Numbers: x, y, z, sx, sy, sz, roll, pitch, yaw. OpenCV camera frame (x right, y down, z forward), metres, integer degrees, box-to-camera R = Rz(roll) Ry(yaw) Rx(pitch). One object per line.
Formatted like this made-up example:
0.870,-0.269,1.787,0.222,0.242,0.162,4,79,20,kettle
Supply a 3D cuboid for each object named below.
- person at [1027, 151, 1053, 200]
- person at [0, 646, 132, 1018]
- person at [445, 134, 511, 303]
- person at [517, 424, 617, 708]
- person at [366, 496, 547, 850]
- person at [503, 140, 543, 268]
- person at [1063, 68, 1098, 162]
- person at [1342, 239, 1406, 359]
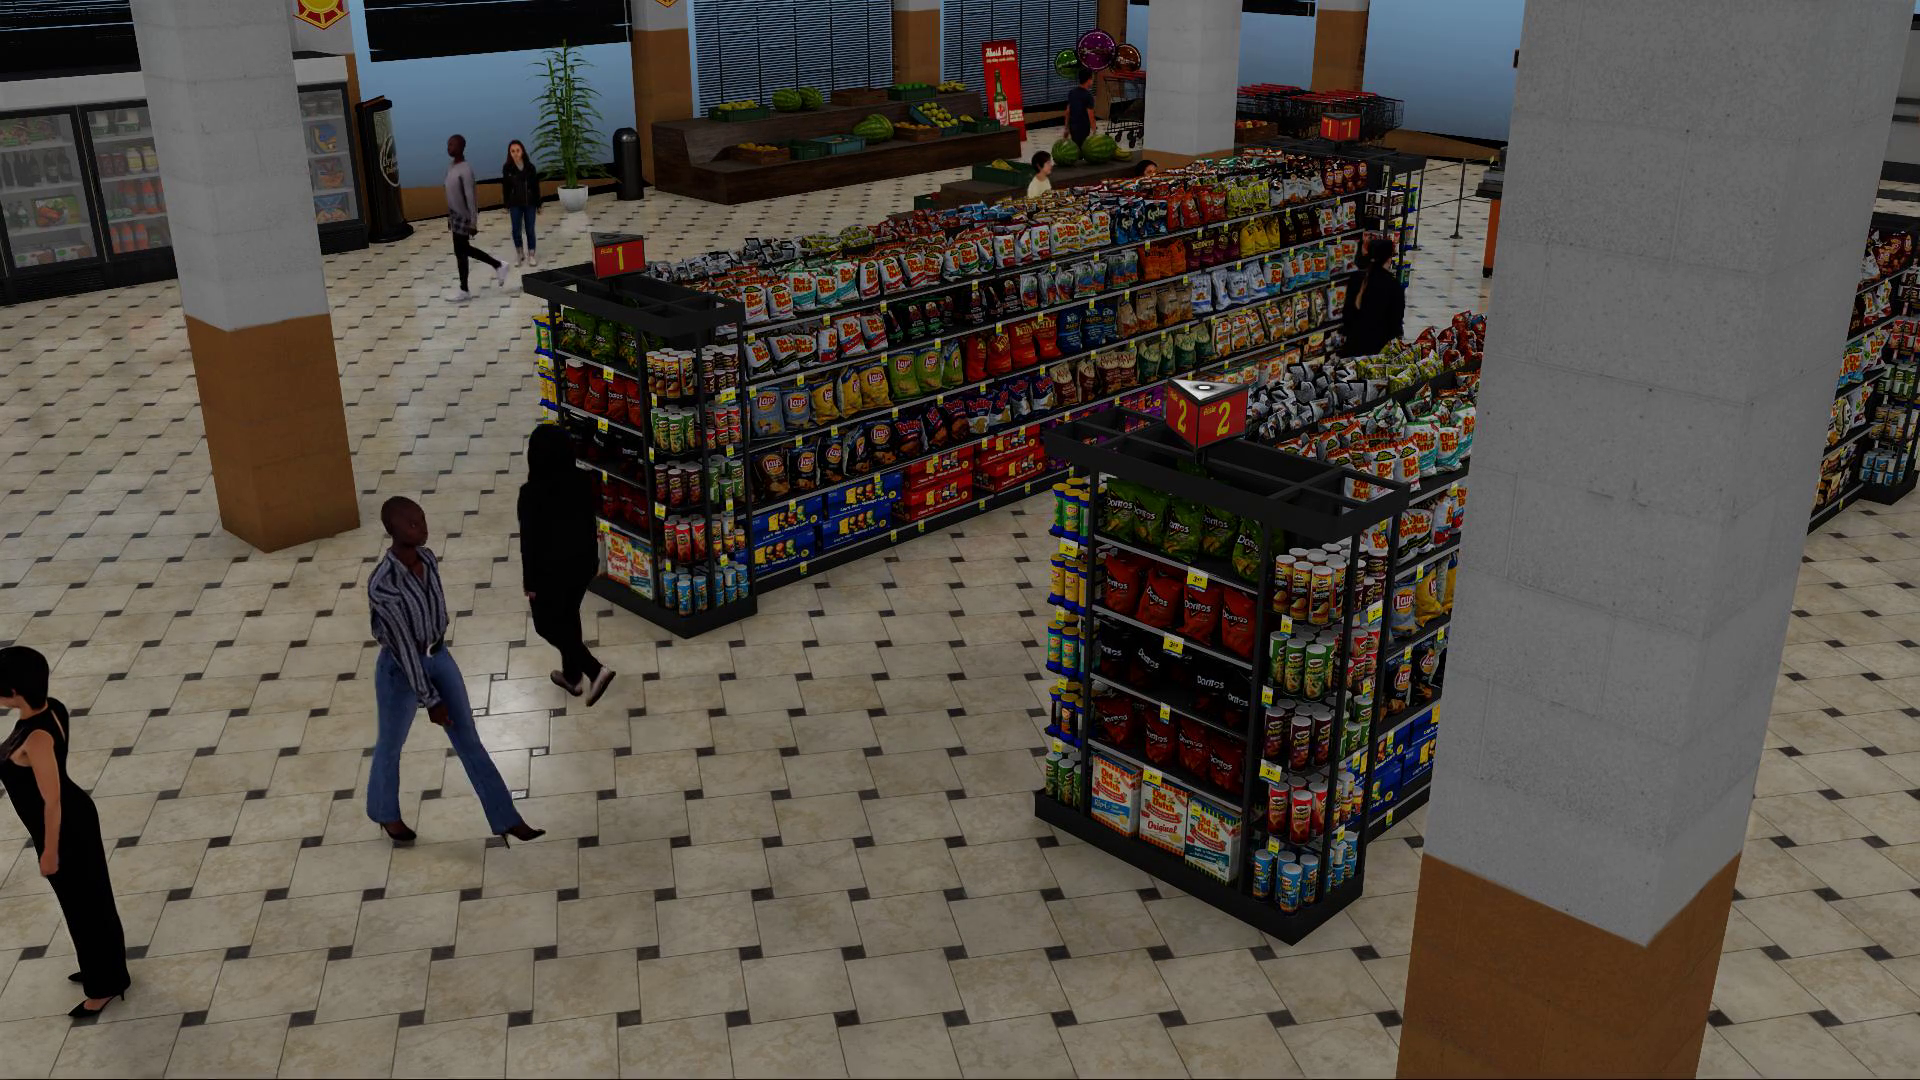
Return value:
0.800,-3.365,17.892,0.918,1.553,1.018,8,23,20,person
-3.554,1.143,6.602,0.627,1.606,0.644,-9,24,-22,person
-5.248,-3.459,17.856,1.060,1.753,0.724,-16,27,-34,person
-2.113,0.173,9.021,0.794,1.601,0.864,15,26,32,person
-2.572,0.663,7.613,1.020,1.743,1.189,8,23,18,person
-5.109,-3.944,19.444,0.615,1.471,0.718,-6,23,-15,person
1.621,-5.727,23.525,1.166,1.735,0.786,-15,26,-33,person
3.224,-1.546,13.222,0.879,1.659,0.703,-20,29,-40,person
